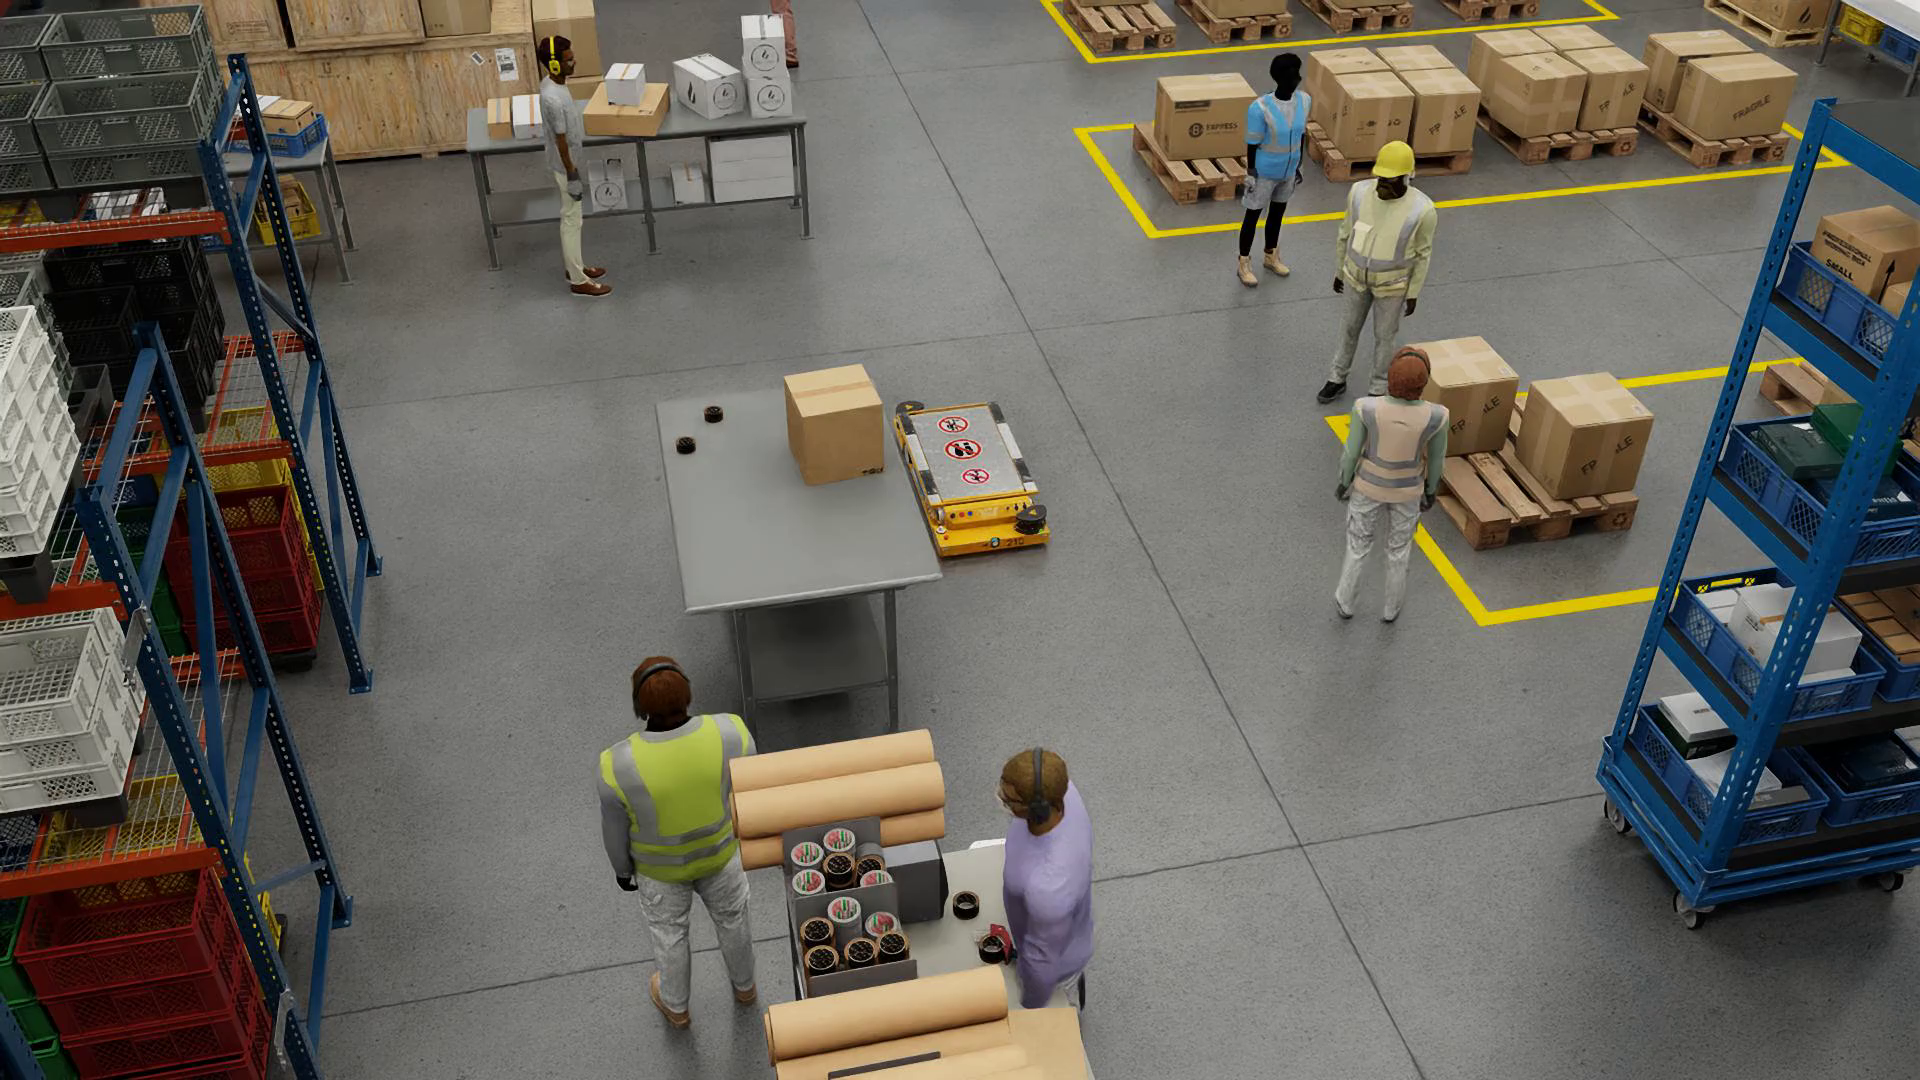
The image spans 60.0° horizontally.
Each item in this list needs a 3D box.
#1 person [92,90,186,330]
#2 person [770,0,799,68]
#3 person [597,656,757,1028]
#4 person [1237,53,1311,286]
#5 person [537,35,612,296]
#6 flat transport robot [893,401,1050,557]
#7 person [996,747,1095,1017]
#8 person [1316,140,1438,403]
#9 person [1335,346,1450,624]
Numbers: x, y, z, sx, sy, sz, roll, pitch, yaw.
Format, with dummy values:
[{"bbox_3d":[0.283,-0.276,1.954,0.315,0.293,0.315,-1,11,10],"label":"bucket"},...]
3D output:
[{"bbox_3d":[-5.519,-2.155,11.085,0.341,1.883,0.587,11,38,15],"label":"person"},{"bbox_3d":[-1.722,-5.324,15.338,0.396,1.899,0.656,-7,37,-9],"label":"person"},{"bbox_3d":[-1.089,1.209,6.609,0.629,1.836,0.430,-15,39,-20],"label":"person"},{"bbox_3d":[2.248,-2.656,11.911,0.536,1.699,0.318,-19,41,-23],"label":"person"},{"bbox_3d":[-2.752,-2.639,11.746,0.332,1.874,0.520,-9,38,-12],"label":"person"},{"bbox_3d":[0.046,-0.430,10.108,0.652,0.197,1.431,-8,37,-10],"label":"flat transport robot"},{"bbox_3d":[0.308,1.498,6.142,0.371,1.930,0.629,3,37,4],"label":"person"},{"bbox_3d":[2.616,-1.639,10.434,0.591,1.834,0.404,22,42,27],"label":"person"},{"bbox_3d":[2.251,-0.265,8.759,0.541,1.639,0.317,6,37,8],"label":"person"}]
